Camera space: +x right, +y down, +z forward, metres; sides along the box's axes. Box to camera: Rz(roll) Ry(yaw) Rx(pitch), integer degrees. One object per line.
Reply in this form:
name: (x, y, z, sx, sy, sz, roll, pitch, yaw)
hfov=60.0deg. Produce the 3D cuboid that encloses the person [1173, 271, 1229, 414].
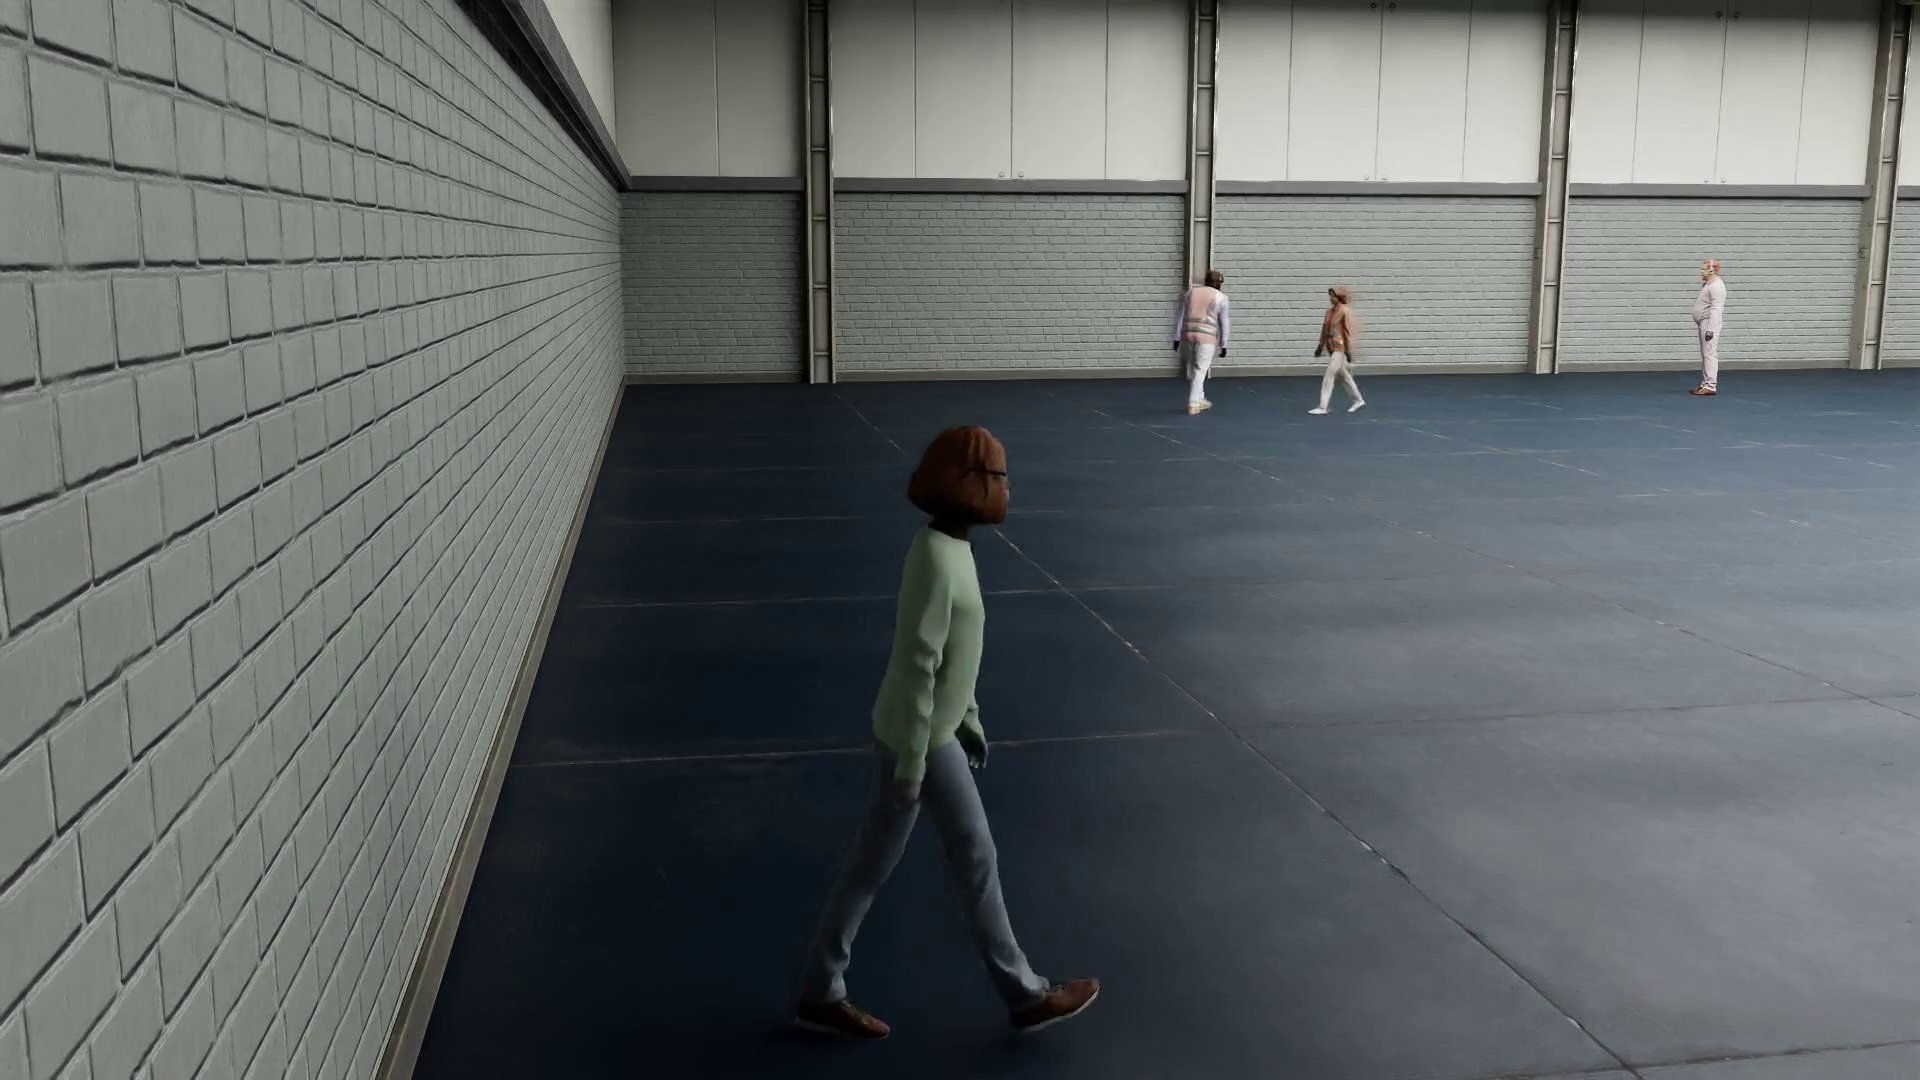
person: (3.072, -2.480, 20.900, 0.656, 1.776, 0.886, 8, 13, 39)

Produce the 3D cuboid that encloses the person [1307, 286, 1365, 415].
person: (4.744, -2.369, 20.753, 0.854, 1.596, 0.520, -2, 10, -13)

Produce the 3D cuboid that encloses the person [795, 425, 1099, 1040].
person: (-0.053, 0.504, 4.217, 0.810, 1.581, 0.516, -1, 10, -3)

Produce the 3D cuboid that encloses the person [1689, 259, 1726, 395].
person: (10.542, -2.994, 23.470, 0.403, 1.906, 0.652, 3, 10, 18)
